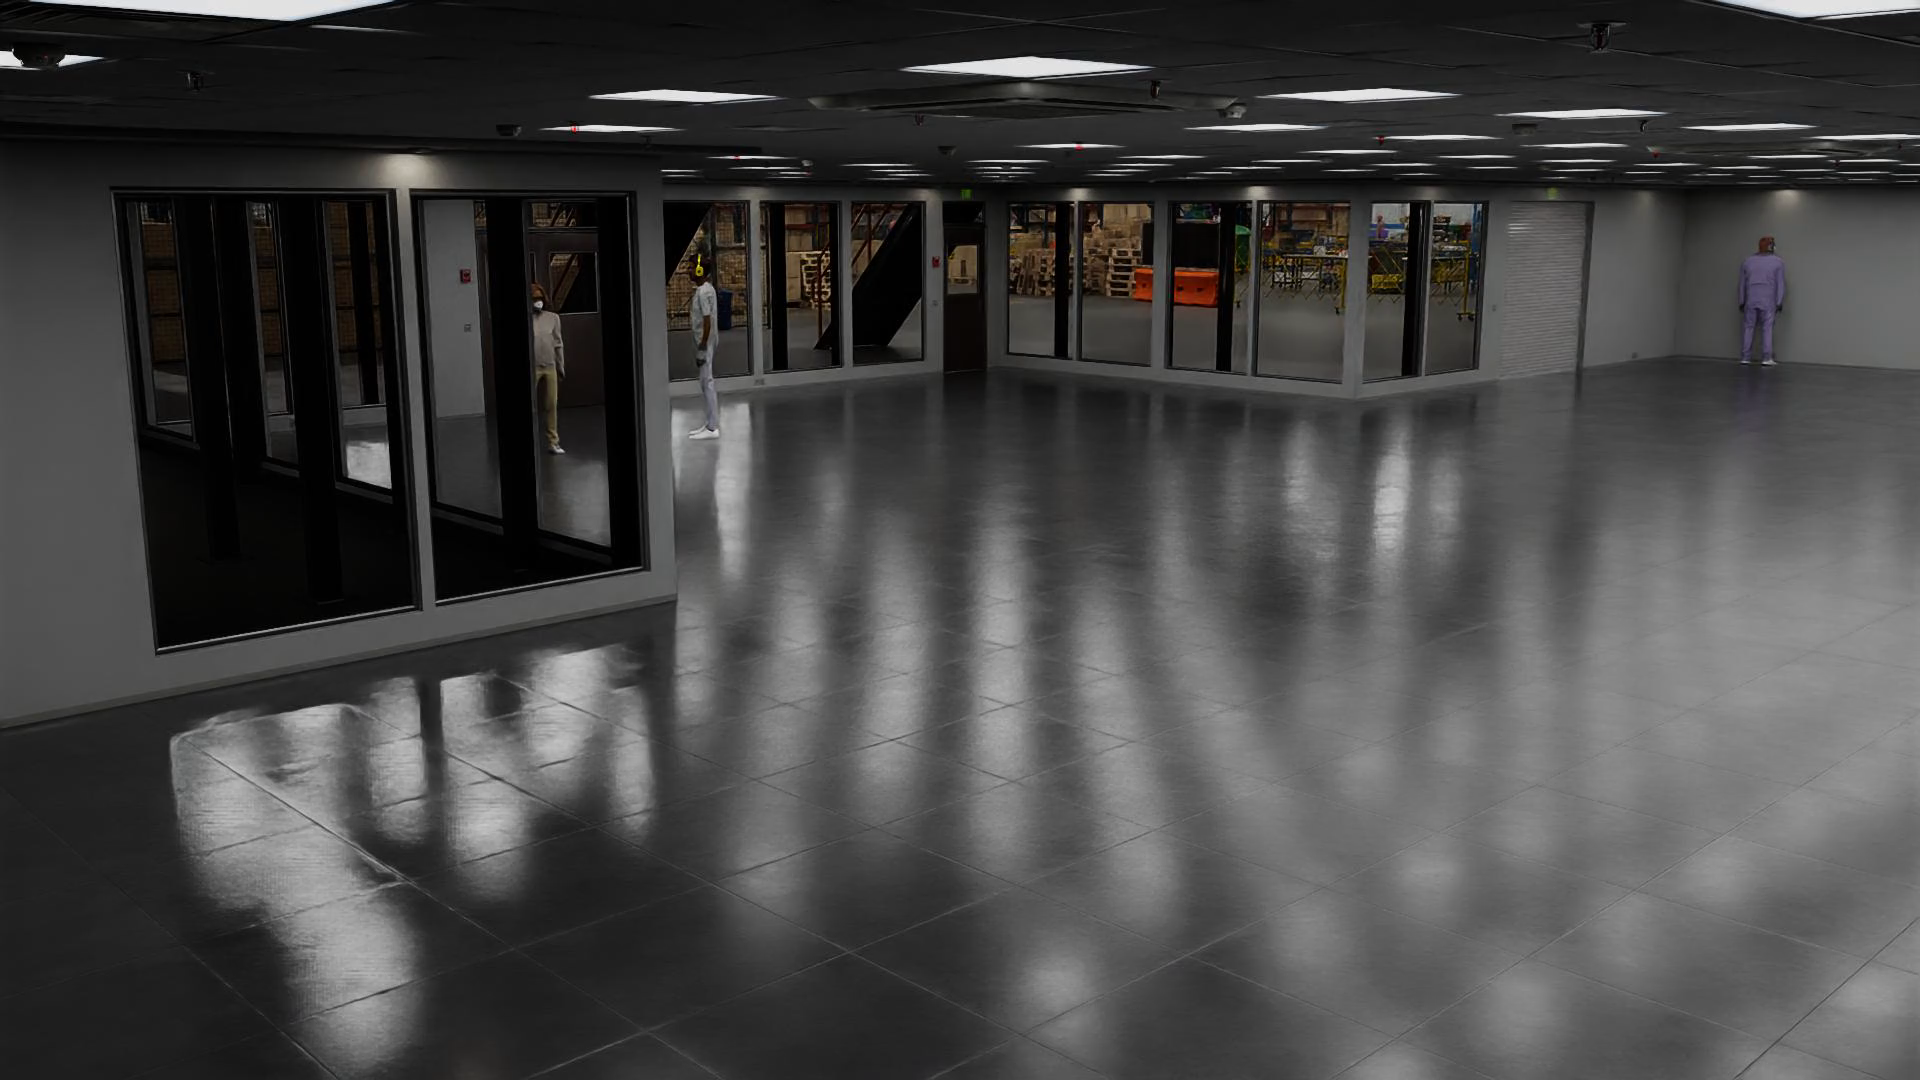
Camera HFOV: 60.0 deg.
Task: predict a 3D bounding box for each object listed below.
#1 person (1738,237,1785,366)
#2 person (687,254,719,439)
[{"bbox_3d":[11.928,-3.549,24.751,0.400,1.905,0.643,-11,16,-44],"label":"person"},{"bbox_3d":[-2.613,-1.956,16.866,0.319,1.870,0.532,-1,11,-6],"label":"person"}]
